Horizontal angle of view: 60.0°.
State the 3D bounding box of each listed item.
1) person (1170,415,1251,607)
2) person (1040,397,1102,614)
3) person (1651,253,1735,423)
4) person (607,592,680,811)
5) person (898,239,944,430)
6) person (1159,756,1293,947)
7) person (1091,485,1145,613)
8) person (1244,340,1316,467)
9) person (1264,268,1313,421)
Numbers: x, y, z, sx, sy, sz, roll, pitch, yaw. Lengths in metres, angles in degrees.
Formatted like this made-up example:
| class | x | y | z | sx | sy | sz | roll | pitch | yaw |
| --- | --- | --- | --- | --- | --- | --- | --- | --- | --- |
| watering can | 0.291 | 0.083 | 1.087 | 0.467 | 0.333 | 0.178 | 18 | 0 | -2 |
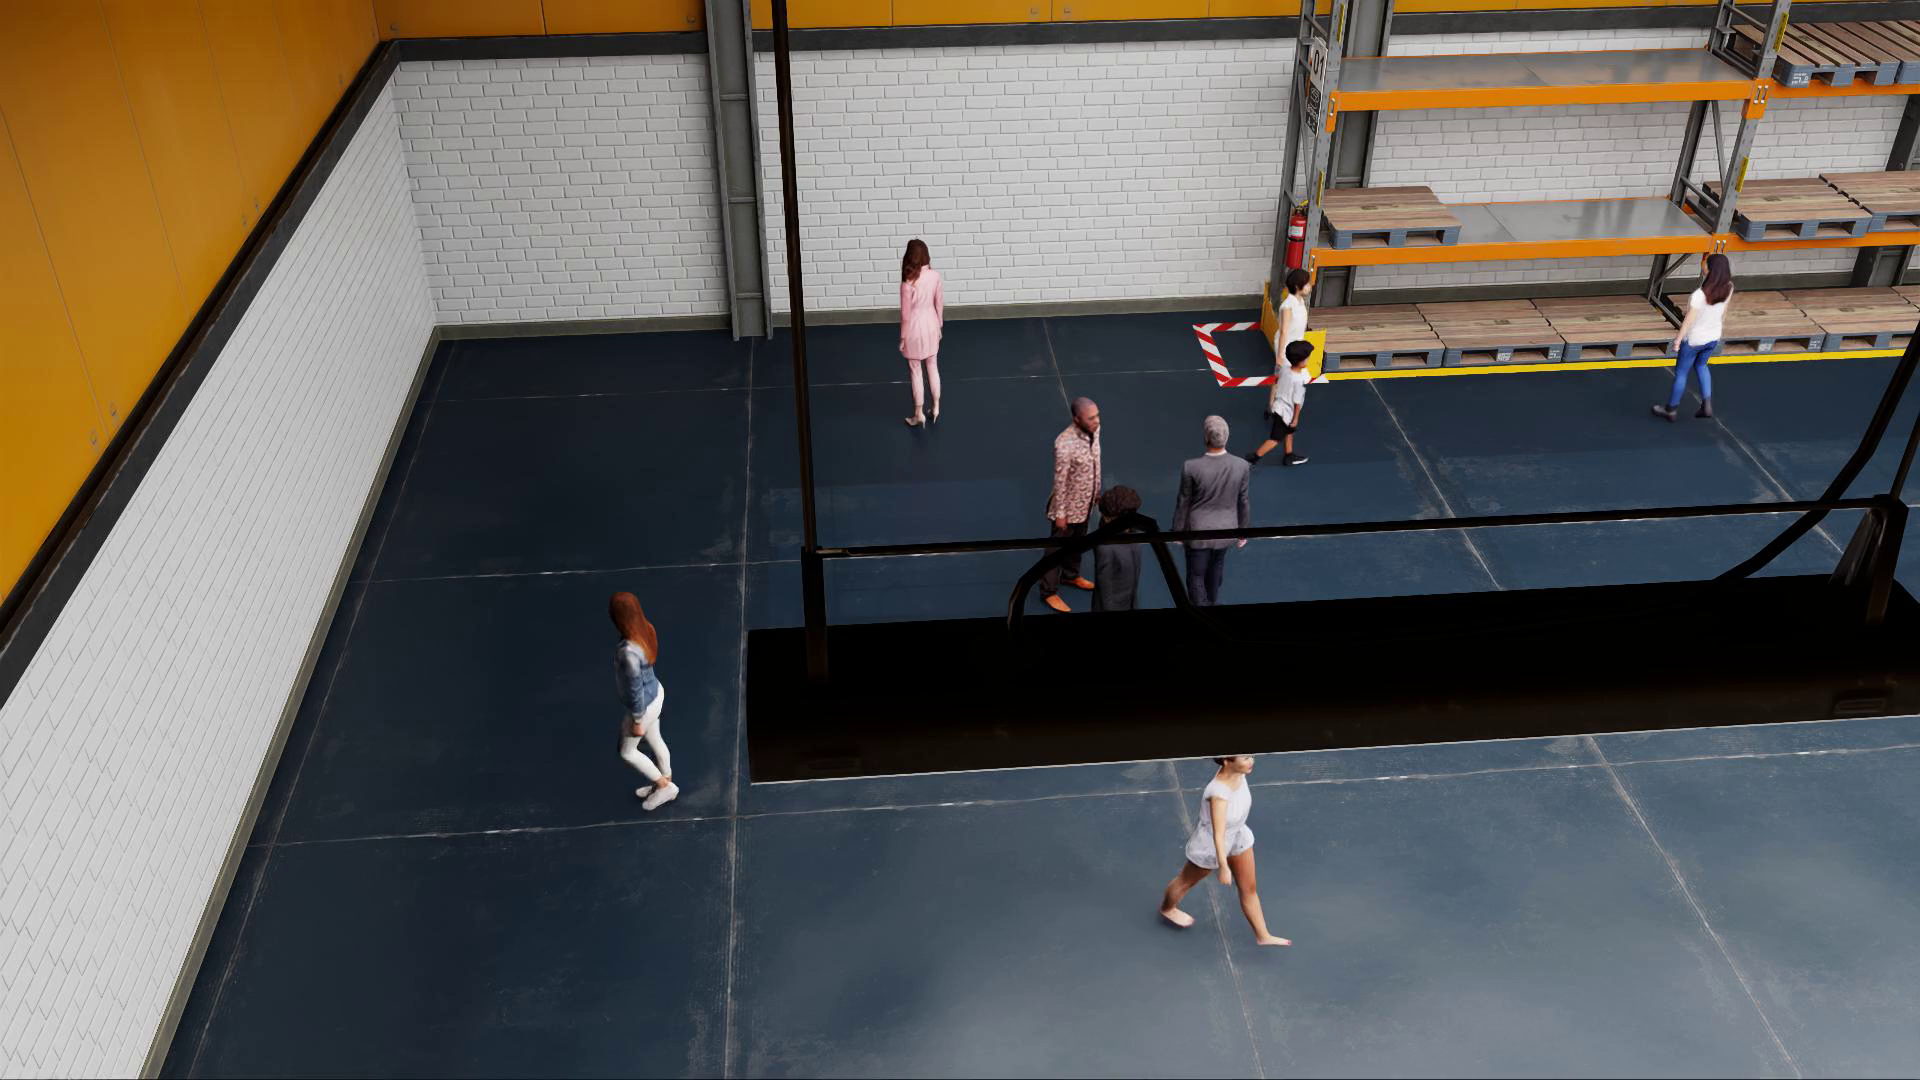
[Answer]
| class | x | y | z | sx | sy | sz | roll | pitch | yaw |
| --- | --- | --- | --- | --- | --- | --- | --- | --- | --- |
| person | 1.851 | -0.023 | 12.248 | 1.067 | 1.795 | 0.809 | -3 | 34 | -5 |
| person | 0.846 | -0.305 | 12.671 | 0.841 | 1.797 | 0.795 | 23 | 40 | 30 |
| person | 6.709 | -1.766 | 14.976 | 0.800 | 1.678 | 0.839 | -14 | 36 | -20 |
| person | -1.958 | 1.056 | 10.719 | 0.606 | 1.692 | 0.651 | 0 | 34 | 0 |
| person | -0.353 | -1.850 | 14.991 | 0.632 | 1.801 | 0.755 | -21 | 39 | -29 |
| person | 1.453 | 1.757 | 9.784 | 1.128 | 1.558 | 0.976 | 19 | 38 | 26 |
| person | 1.074 | 0.392 | 11.639 | 0.765 | 1.778 | 0.727 | 19 | 38 | 26 |
| person | 2.776 | -1.134 | 14.428 | 0.884 | 1.232 | 0.586 | -10 | 35 | -15 |
| person | 2.895 | -1.735 | 15.053 | 0.730 | 1.540 | 0.672 | 11 | 35 | 17 |
